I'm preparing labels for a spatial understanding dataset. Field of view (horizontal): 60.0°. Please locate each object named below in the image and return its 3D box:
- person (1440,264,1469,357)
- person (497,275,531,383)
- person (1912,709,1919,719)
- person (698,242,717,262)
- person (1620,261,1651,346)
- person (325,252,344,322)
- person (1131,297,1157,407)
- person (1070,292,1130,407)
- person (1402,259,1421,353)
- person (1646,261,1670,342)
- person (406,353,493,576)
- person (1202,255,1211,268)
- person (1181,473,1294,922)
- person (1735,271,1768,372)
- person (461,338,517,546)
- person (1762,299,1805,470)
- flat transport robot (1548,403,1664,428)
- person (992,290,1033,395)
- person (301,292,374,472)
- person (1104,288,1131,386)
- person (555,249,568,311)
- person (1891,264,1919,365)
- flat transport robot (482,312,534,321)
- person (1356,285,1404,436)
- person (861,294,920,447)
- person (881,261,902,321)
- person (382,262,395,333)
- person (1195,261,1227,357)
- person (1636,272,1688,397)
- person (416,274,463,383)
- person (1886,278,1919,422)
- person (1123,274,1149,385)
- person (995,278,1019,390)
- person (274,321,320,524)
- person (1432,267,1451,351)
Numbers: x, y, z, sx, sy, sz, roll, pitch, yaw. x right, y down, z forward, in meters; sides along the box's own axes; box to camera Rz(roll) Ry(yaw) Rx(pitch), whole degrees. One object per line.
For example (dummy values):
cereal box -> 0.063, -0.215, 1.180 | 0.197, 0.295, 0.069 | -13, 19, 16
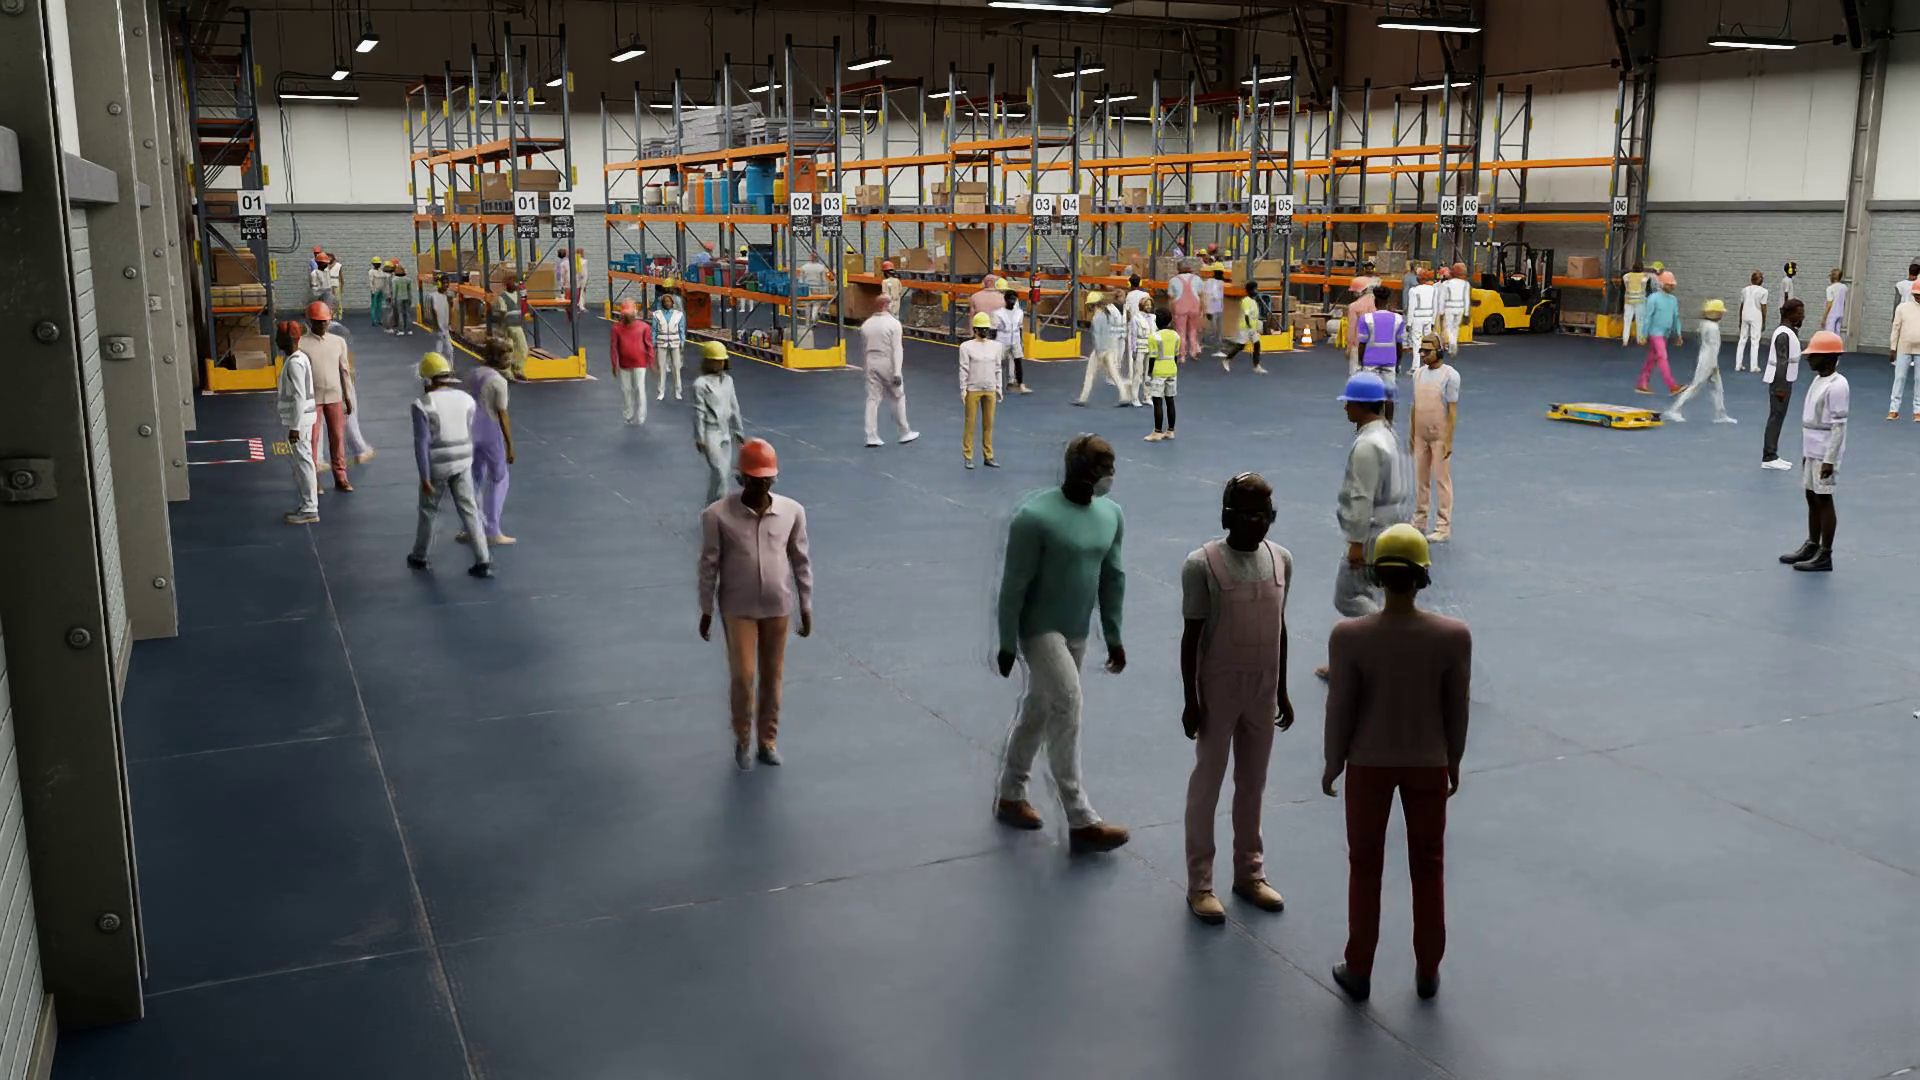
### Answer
person -> 9.843, -4.545, 33.091 | 0.584, 1.863, 0.714 | 0, 11, -2
person -> -7.577, -3.580, 28.241 | 0.556, 1.825, 0.587 | 6, 13, 29
person -> 5.881, 0.228, 9.454 | 0.765, 1.608, 0.516 | -5, 12, -22
person -> -7.689, -8.034, 50.512 | 0.730, 1.987, 0.419 | 6, 12, 27
person -> 14.687, -5.141, 36.167 | 0.634, 1.841, 0.429 | 6, 13, 30
person -> -16.612, -6.698, 44.074 | 0.572, 1.840, 0.373 | 0, 11, 3
person -> 2.752, -2.810, 24.834 | 0.522, 1.640, 0.306 | -8, 14, -37
person -> 2.117, -2.812, 24.671 | 0.907, 1.712, 0.522 | 6, 12, 26
person -> 9.321, -4.820, 34.318 | 0.374, 1.932, 0.621 | 10, 15, 42
person -> 15.584, -5.308, 37.114 | 0.857, 1.793, 0.628 | 0, 11, -3
person -> -4.094, -0.595, 13.244 | 0.950, 1.782, 0.592 | 10, 15, 40
person -> 7.305, -7.636, 49.376 | 0.287, 1.633, 0.497 | 5, 12, 24
person -> 1.137, 0.635, 6.807 | 0.512, 1.844, 0.340 | -5, 12, -23
person -> 14.415, -3.972, 30.255 | 0.350, 1.837, 0.502 | -8, 14, -35
person -> -4.142, -0.853, 14.492 | 0.698, 1.814, 0.356 | 9, 14, 38
person -> 9.291, -1.764, 18.807 | 0.375, 1.917, 0.597 | 6, 13, 29
flat transport robot -> 8.840, -1.721, 22.790 | 0.652, 0.197, 1.431 | -6, 12, -26
person -> 0.779, -3.111, 26.293 | 0.595, 1.669, 0.557 | -4, 12, -21
person -> -7.069, -1.814, 18.748 | 0.699, 2.000, 1.004 | 2, 11, 8
person -> 2.659, -3.387, 27.807 | 0.525, 1.618, 0.481 | -7, 13, -30
person -> -11.641, -7.633, 48.866 | 0.512, 1.834, 0.634 | -4, 12, -19
person -> 18.012, -4.267, 31.529 | 0.594, 1.919, 0.387 | 3, 12, 15
flat transport robot -> -12.066, -5.945, 44.255 | 1.431, 0.197, 0.652 | 5, 12, 22
person -> 5.383, -2.281, 21.336 | 0.600, 1.958, 0.368 | -1, 11, -4
person -> -0.876, -2.111, 20.682 | 0.675, 1.864, 0.919 | 8, 14, 36
person -> -1.389, -4.505, 32.697 | 0.375, 1.933, 0.550 | 7, 13, 33
person -> -13.787, -5.847, 40.125 | 0.333, 1.709, 0.616 | -4, 12, -21
person -> 5.080, -4.623, 33.348 | 0.579, 1.912, 0.611 | 9, 14, 38
person -> 11.121, -3.230, 26.194 | 0.649, 1.934, 1.034 | -7, 13, -30
person -> -8.886, -3.588, 28.259 | 0.727, 1.848, 0.528 | 3, 11, 13
person -> 13.226, -2.632, 23.049 | 0.611, 1.985, 0.393 | 7, 13, 33
person -> 2.937, -3.534, 27.945 | 0.519, 1.865, 0.331 | -5, 12, -22
person -> 0.676, -3.349, 27.122 | 0.585, 1.824, 0.406 | 0, 11, 2
person -> -6.189, -1.099, 15.519 | 0.356, 1.883, 0.574 | -4, 12, -20
person -> 10.047, -4.789, 34.606 | 0.571, 1.749, 0.334 | -5, 12, -23
